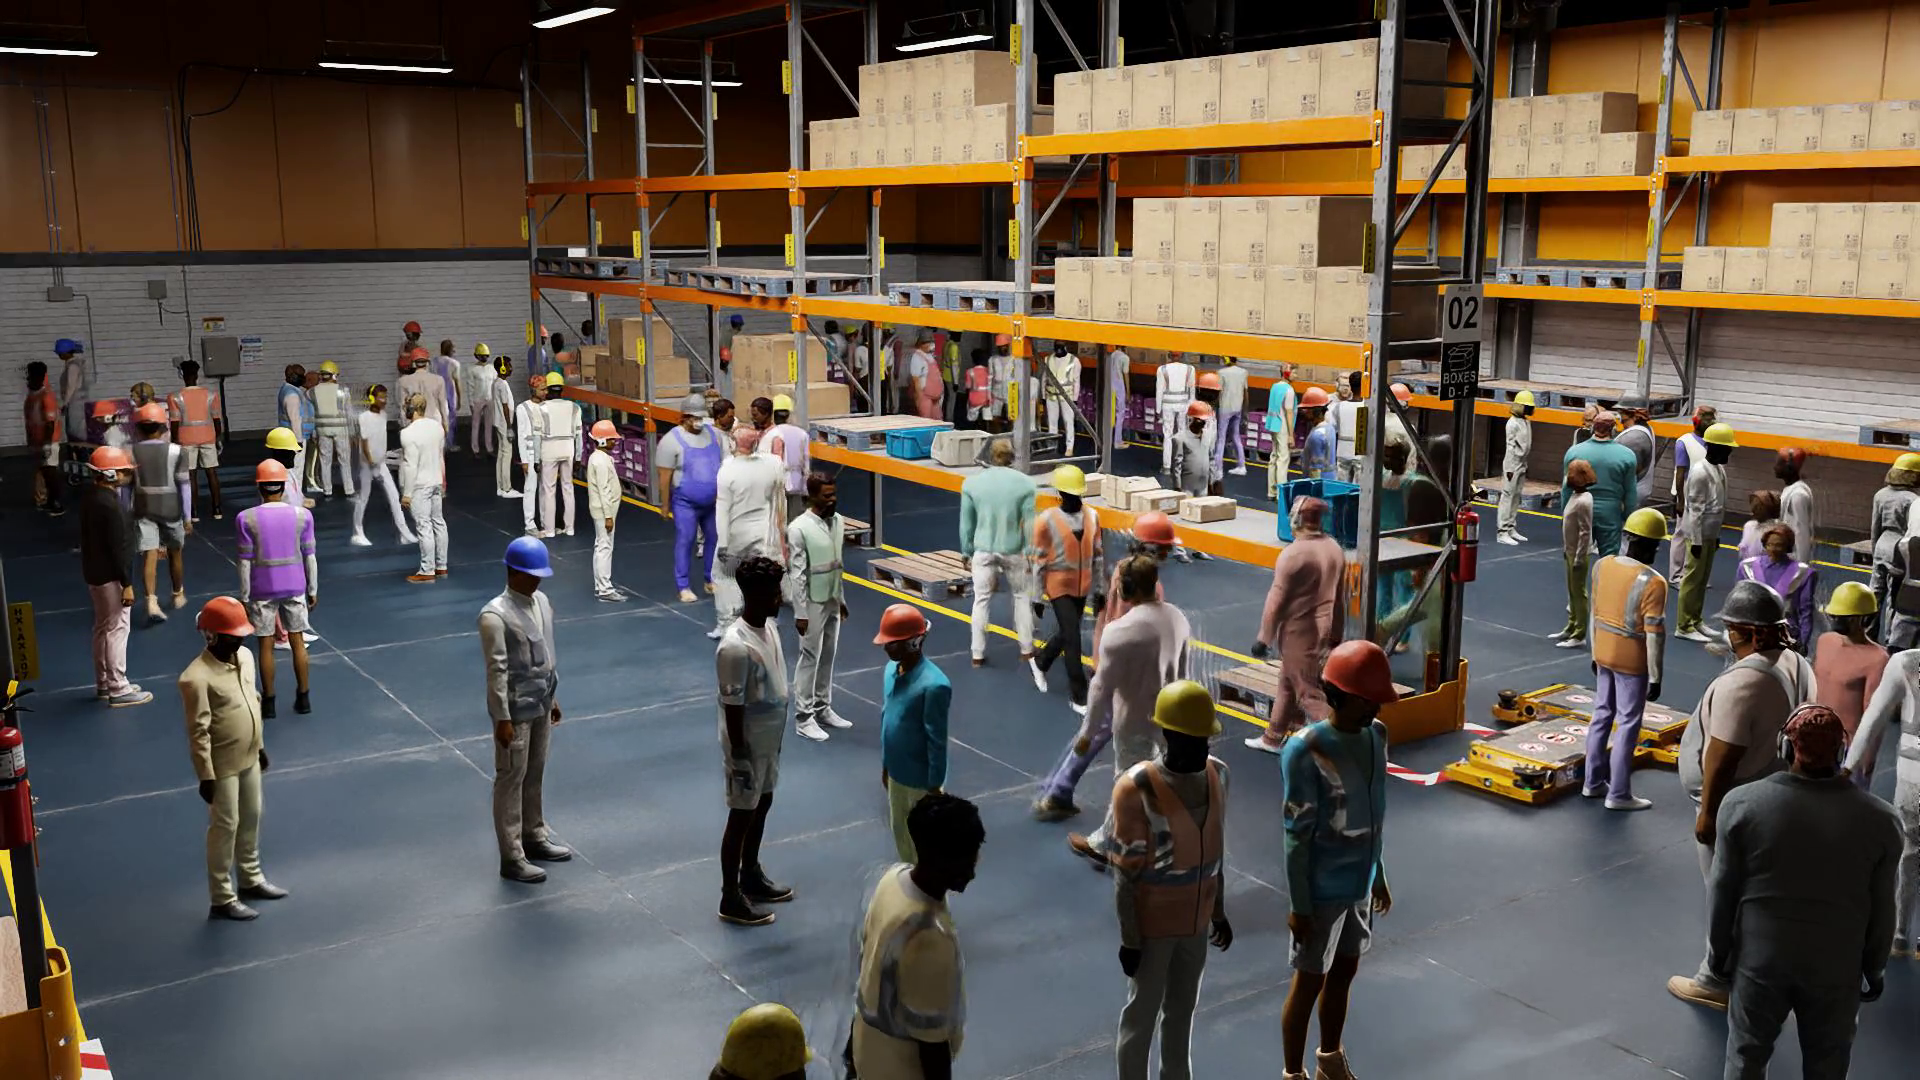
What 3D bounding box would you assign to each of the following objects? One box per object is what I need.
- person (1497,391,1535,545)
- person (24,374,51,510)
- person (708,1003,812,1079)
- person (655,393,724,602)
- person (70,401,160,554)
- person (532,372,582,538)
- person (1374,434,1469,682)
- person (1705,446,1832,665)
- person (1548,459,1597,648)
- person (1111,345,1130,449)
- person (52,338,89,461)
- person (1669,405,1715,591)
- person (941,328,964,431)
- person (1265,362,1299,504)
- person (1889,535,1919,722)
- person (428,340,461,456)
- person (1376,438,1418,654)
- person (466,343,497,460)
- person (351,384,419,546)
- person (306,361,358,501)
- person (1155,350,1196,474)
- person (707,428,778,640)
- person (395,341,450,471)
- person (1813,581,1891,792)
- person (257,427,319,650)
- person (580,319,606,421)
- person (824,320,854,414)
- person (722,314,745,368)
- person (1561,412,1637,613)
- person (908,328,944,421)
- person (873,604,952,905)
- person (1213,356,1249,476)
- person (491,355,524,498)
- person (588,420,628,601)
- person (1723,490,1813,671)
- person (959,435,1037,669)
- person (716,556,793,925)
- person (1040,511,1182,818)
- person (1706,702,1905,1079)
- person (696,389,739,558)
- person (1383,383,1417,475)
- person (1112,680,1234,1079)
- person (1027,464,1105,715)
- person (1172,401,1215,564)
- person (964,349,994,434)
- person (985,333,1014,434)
[{"bbox_3d":[6.326,-0.825,18.845,0.312,1.741,0.487,9,14,39],"label":"person"},{"bbox_3d":[-11.623,-1.260,21.055,0.336,1.745,0.560,-5,12,-25],"label":"person"},{"bbox_3d":[-0.516,2.022,4.307,0.490,1.730,0.324,6,12,27],"label":"person"},{"bbox_3d":[-2.529,-0.421,16.008,0.740,2.000,0.535,-11,15,-44],"label":"person"},{"bbox_3d":[-9.222,-0.665,18.111,0.899,1.702,0.574,-7,13,-31],"label":"person"},{"bbox_3d":[-4.648,-0.978,19.201,0.591,1.911,0.398,-8,14,-36],"label":"person"},{"bbox_3d":[3.695,0.103,13.326,0.823,2.000,0.690,6,13,29],"label":"person"},{"bbox_3d":[6.834,0.132,13.736,1.033,1.825,0.583,5,12,24],"label":"person"},{"bbox_3d":[5.287,0.117,14.297,0.282,1.634,0.498,2,11,10],"label":"person"},{"bbox_3d":[2.522,-2.358,26.462,0.361,1.834,0.519,-8,14,-36],"label":"person"},{"bbox_3d":[-12.939,-2.002,24.389,0.622,1.925,0.624,-7,13,-33],"label":"person"},{"bbox_3d":[7.271,-0.418,16.483,0.566,1.850,0.389,-7,13,-33],"label":"person"},{"bbox_3d":[-0.118,-2.755,28.287,0.405,1.917,0.582,-3,11,-14],"label":"person"},{"bbox_3d":[4.142,-1.378,21.426,0.396,1.837,0.565,-2,11,-12],"label":"person"},{"bbox_3d":[7.003,0.528,12.056,0.320,1.694,0.534,-9,14,-39],"label":"person"},{"bbox_3d":[-7.919,-2.184,25.633,0.528,1.795,0.733,-1,11,-6],"label":"person"},{"bbox_3d":[3.692,0.043,14.140,0.327,1.841,0.514,-7,13,-31],"label":"person"},{"bbox_3d":[-7.262,-2.112,25.362,0.323,1.769,0.523,10,15,41],"label":"person"},{"bbox_3d":[-6.467,-0.814,18.571,0.966,1.829,0.494,5,12,23],"label":"person"},{"bbox_3d":[-8.156,-1.412,21.641,0.588,1.822,0.403,-1,11,-5],"label":"person"},{"bbox_3d":[3.087,-1.879,23.868,0.584,1.882,0.337,-1,11,-5],"label":"person"},{"bbox_3d":[-1.937,-0.034,14.433,0.673,1.878,0.664,10,15,43],"label":"person"},{"bbox_3d":[-7.958,-1.970,24.303,0.846,1.898,0.636,-4,12,-18],"label":"person"},{"bbox_3d":[4.783,1.084,9.035,0.337,1.760,0.521,-2,11,-10],"label":"person"},{"bbox_3d":[-5.766,-0.011,14.234,0.386,1.919,0.581,-1,11,-4],"label":"person"},{"bbox_3d":[-6.300,-2.807,28.508,0.367,1.933,0.627,4,12,18],"label":"person"},{"bbox_3d":[-2.205,-3.080,30.208,0.612,1.821,0.659,9,14,37],"label":"person"},{"bbox_3d":[-4.168,-3.169,30.425,0.680,1.905,0.668,-9,14,-38],"label":"person"},{"bbox_3d":[5.904,-0.235,15.401,0.651,1.906,0.403,5,12,23],"label":"person"},{"bbox_3d":[-0.515,-2.205,25.137,0.540,2.000,0.701,3,11,15],"label":"person"},{"bbox_3d":[-0.265,1.180,8.598,0.354,1.737,0.574,-7,13,-31],"label":"person"},{"bbox_3d":[3.870,-1.829,23.705,0.546,1.852,0.386,-6,12,-27],"label":"person"},{"bbox_3d":[-5.982,-1.492,21.914,0.328,1.877,0.514,-6,13,-30],"label":"person"},{"bbox_3d":[-3.409,-0.286,16.050,0.329,1.751,0.567,-4,12,-18],"label":"person"},{"bbox_3d":[6.273,0.402,12.906,0.686,1.619,0.519,-1,11,-7],"label":"person"},{"bbox_3d":[0.308,0.099,13.688,0.654,1.914,0.445,1,11,6],"label":"person"},{"bbox_3d":[-1.078,1.041,8.754,0.366,1.958,0.610,3,11,13],"label":"person"},{"bbox_3d":[0.992,0.773,10.214,1.089,1.933,0.627,-2,11,-10],"label":"person"},{"bbox_3d":[3.171,1.547,6.312,0.642,1.900,0.401,5,12,25],"label":"person"},{"bbox_3d":[-2.674,-0.730,18.087,0.570,1.843,0.372,-3,11,-14],"label":"person"},{"bbox_3d":[4.456,-0.609,17.082,0.375,1.997,0.612,-6,13,-29],"label":"person"},{"bbox_3d":[0.851,1.480,6.564,0.585,1.929,0.375,-8,14,-37],"label":"person"},{"bbox_3d":[0.771,0.339,12.562,0.609,1.892,0.915,-8,14,-35],"label":"person"},{"bbox_3d":[2.514,-0.619,17.781,0.567,1.743,0.350,-7,13,-33],"label":"person"},{"bbox_3d":[0.311,-2.134,25.754,0.536,1.638,0.914,-2,11,-9],"label":"person"},{"bbox_3d":[0.715,-2.208,25.461,0.660,1.924,0.501,4,12,19],"label":"person"}]
